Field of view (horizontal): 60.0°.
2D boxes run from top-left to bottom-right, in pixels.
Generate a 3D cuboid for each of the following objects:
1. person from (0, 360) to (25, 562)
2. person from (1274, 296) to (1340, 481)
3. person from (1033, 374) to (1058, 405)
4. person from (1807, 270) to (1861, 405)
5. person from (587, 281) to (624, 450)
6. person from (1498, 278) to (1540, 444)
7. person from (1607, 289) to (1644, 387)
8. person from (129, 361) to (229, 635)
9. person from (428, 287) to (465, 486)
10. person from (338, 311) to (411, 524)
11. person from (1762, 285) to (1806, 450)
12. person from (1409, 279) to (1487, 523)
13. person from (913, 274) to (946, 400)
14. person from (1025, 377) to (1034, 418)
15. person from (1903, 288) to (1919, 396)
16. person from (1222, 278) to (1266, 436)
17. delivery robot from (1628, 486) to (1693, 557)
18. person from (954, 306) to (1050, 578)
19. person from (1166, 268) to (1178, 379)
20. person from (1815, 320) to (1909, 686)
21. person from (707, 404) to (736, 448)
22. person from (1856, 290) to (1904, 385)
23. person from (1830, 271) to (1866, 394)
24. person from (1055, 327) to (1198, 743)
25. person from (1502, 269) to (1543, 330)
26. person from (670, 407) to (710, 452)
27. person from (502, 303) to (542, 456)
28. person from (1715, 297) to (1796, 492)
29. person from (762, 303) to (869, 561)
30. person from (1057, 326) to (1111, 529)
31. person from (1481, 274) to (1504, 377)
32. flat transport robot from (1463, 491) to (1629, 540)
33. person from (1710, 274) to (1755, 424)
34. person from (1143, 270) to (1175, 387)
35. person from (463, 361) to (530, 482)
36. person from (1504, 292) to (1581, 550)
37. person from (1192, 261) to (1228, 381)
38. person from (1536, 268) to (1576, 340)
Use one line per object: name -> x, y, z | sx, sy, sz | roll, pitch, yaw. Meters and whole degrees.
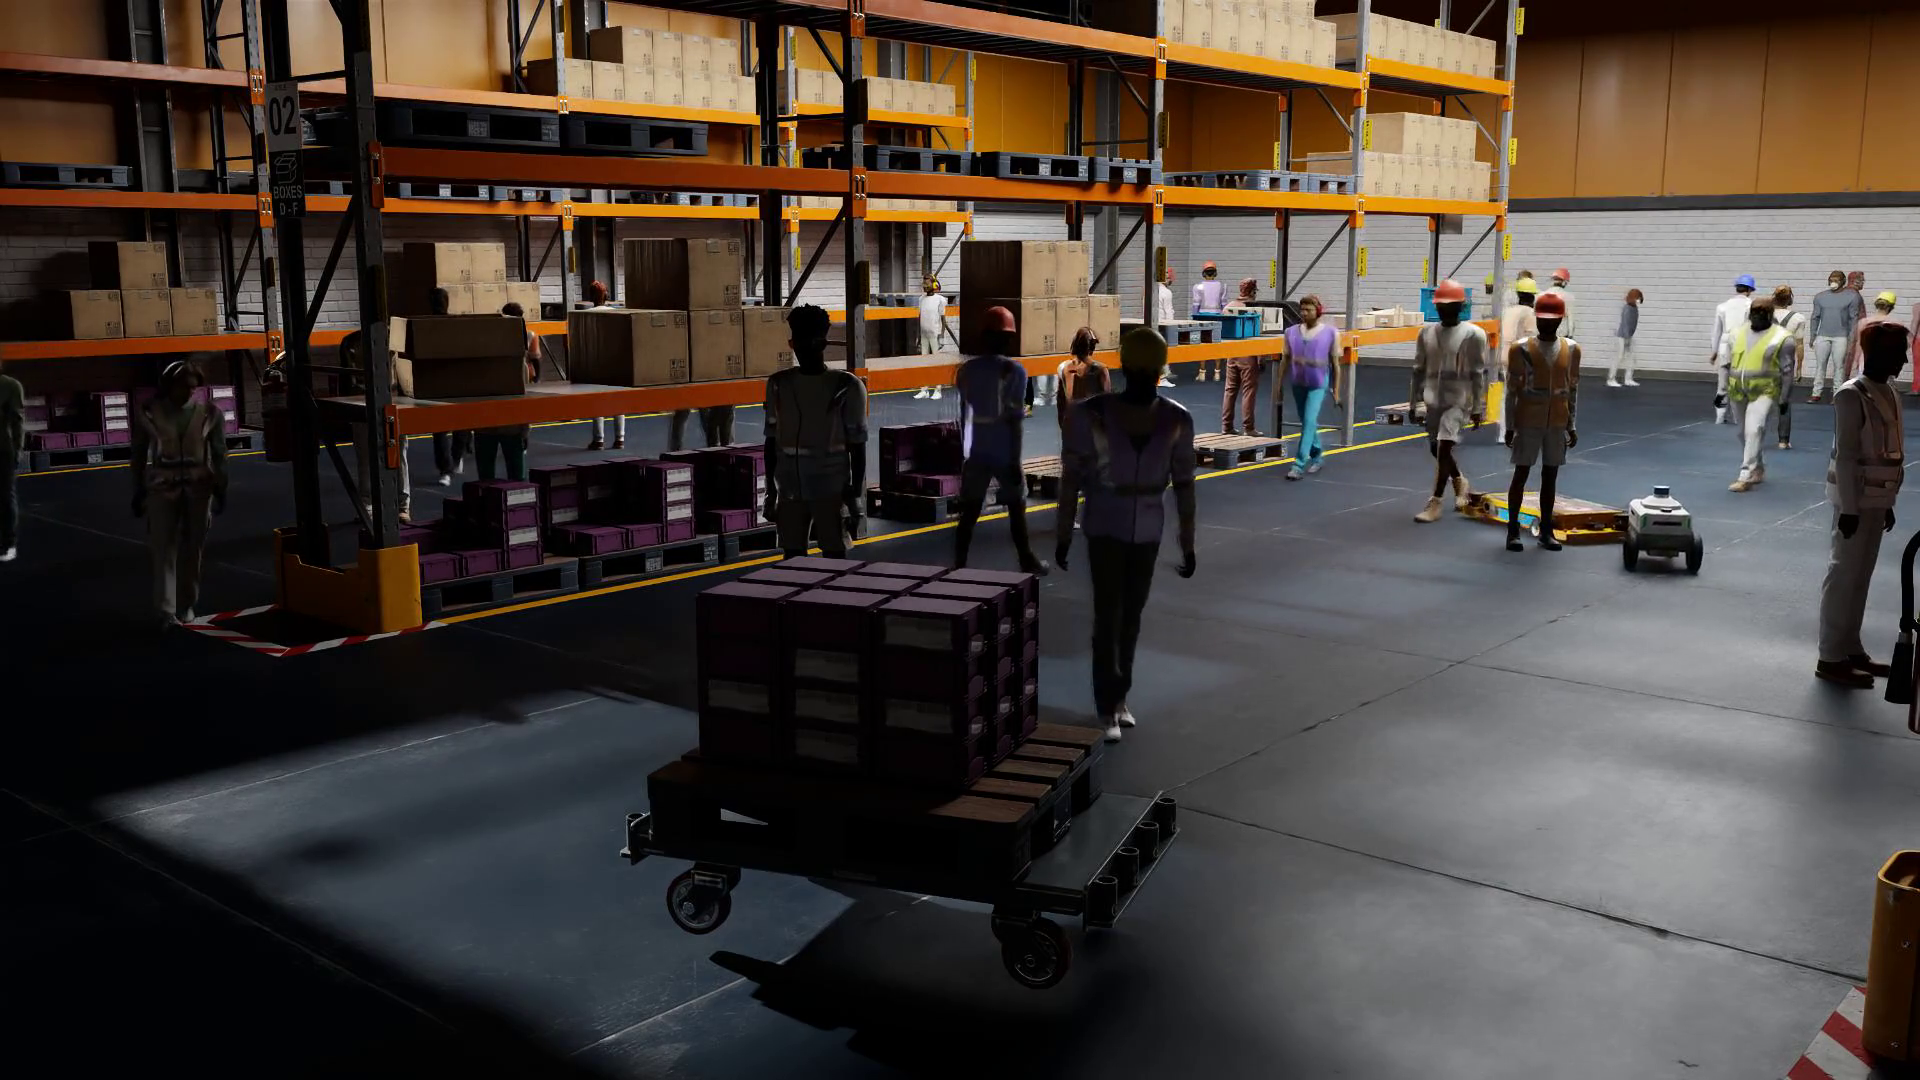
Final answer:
person -> -6.894, -0.609, 11.776 | 0.510, 1.610, 0.658 | -2, 10, -11
person -> 3.431, -1.504, 16.382 | 0.590, 1.802, 0.981 | 7, 12, 36
person -> 1.292, -2.796, 24.022 | 0.701, 1.694, 0.352 | -3, 10, -17
person -> 12.601, -2.918, 24.012 | 0.634, 1.937, 0.355 | 9, 13, 42
person -> -3.998, -1.942, 18.609 | 0.572, 1.886, 0.355 | -6, 12, -31
person -> 6.428, -2.035, 19.054 | 0.506, 1.907, 0.631 | -3, 10, -18
person -> 10.823, -3.273, 26.988 | 0.517, 1.595, 0.610 | -10, 14, -44
person -> -4.581, -0.247, 9.787 | 0.535, 1.591, 0.830 | -6, 11, -29
person -> -4.961, -1.498, 16.068 | 0.602, 1.890, 0.821 | -3, 10, -14
person -> -4.775, -1.053, 13.667 | 0.625, 1.846, 0.429 | -2, 10, -9
person -> 9.155, -1.928, 18.640 | 0.521, 1.844, 0.331 | 5, 11, 26
person -> 4.095, -1.173, 13.893 | 0.939, 2.013, 0.620 | -10, 14, -43
person -> -0.448, -3.035, 24.868 | 0.520, 1.874, 0.327 | 7, 12, 34
person -> 0.854, -2.479, 22.194 | 0.318, 1.700, 0.535 | -1, 10, -8
person -> 14.736, -3.078, 25.403 | 0.533, 1.772, 0.297 | -2, 10, -9
person -> 3.437, -2.190, 20.006 | 0.396, 1.899, 0.636 | -8, 13, -40
delivery robot -> 4.998, -0.142, 11.879 | 0.477, 0.478, 0.707 | 3, 10, 14
person -> 0.233, -0.582, 10.907 | 0.551, 1.874, 1.001 | 6, 12, 32
person -> 3.412, -3.684, 28.447 | 0.927, 1.921, 0.613 | -10, 14, -44
person -> 4.720, -0.196, 8.672 | 0.575, 1.885, 0.355 | -9, 14, -43
person -> -2.410, -1.631, 16.976 | 0.403, 1.837, 0.588 | -7, 12, -35
person -> 11.110, -2.142, 20.131 | 0.542, 1.750, 0.394 | 9, 14, 42
person -> 13.693, -3.175, 25.571 | 0.402, 1.907, 0.650 | 2, 10, 10
person -> 0.788, -0.026, 7.667 | 0.631, 1.891, 0.705 | -2, 10, -12
person -> 9.003, -3.367, 26.635 | 0.632, 1.925, 0.420 | 3, 10, 16
person -> -2.787, -1.711, 17.544 | 0.617, 1.796, 0.768 | 8, 13, 40
person -> -4.755, -1.691, 17.799 | 0.557, 1.651, 0.834 | -2, 10, -13
person -> 7.478, -1.376, 15.596 | 0.891, 1.814, 0.619 | -7, 12, -35
person -> -0.786, -0.275, 8.882 | 0.603, 1.967, 0.367 | 4, 11, 20
person -> 0.981, -0.860, 13.142 | 0.514, 1.642, 0.307 | 8, 13, 40
person -> 9.222, -3.716, 28.924 | 0.559, 1.803, 0.613 | -3, 10, -14
flat transport robot -> 4.716, -0.210, 13.340 | 0.652, 0.197, 1.431 | -3, 10, -15
person -> 9.898, -2.395, 21.101 | 0.585, 1.918, 0.799 | -7, 12, -36
person -> 3.266, -3.438, 27.065 | 0.401, 1.907, 0.648 | -6, 12, -32
person -> -3.475, -0.796, 12.481 | 0.518, 1.751, 0.381 | -1, 10, -6
person -> 4.337, -0.874, 12.385 | 0.551, 1.933, 0.365 | 0, 10, -1
person -> 4.219, -3.700, 28.199 | 0.605, 2.034, 0.389 | -1, 10, -6
person -> 9.003, -3.146, 25.281 | 0.617, 1.960, 0.770 | 9, 13, 42
